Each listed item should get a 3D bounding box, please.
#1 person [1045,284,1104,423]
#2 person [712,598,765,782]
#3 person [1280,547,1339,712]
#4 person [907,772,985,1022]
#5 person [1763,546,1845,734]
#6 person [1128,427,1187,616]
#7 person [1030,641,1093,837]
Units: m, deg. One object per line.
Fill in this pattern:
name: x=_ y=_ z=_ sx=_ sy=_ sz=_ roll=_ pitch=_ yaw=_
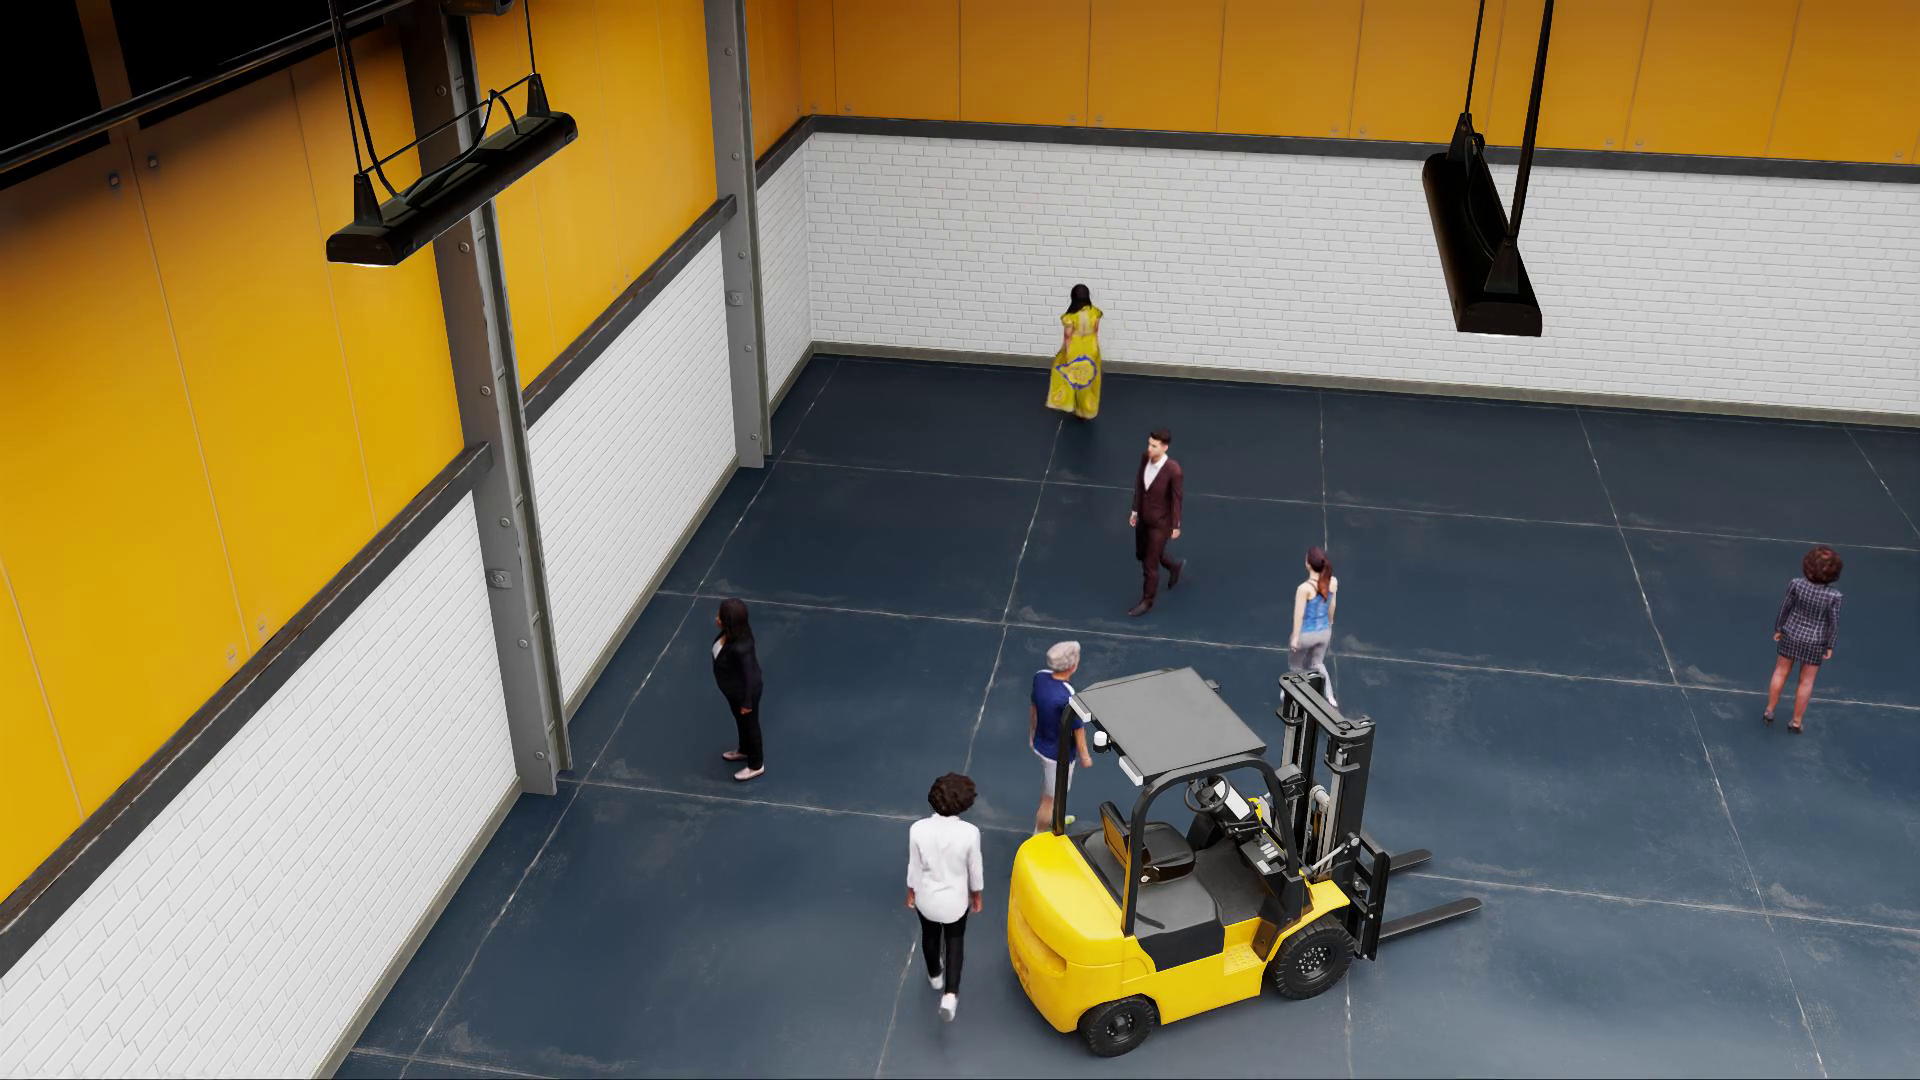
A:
person: x=1.413 y=-2.125 z=19.136 sx=0.949 sy=1.643 sz=0.969 roll=-9 pitch=30 yaw=-16
person: x=-1.723 y=1.153 z=13.155 sx=0.817 sy=1.616 sz=0.729 roll=-11 pitch=30 yaw=-19
person: x=2.961 y=0.814 z=13.801 sx=0.855 sy=1.593 sz=0.982 roll=-13 pitch=31 yaw=-22
person: x=-0.101 y=2.342 z=10.795 sx=0.774 sy=1.788 sz=1.038 roll=-2 pitch=29 yaw=-3
person: x=6.926 y=0.830 z=13.661 sx=0.706 sy=1.699 sz=0.718 roll=24 pitch=36 yaw=36
person: x=1.866 y=-0.214 z=15.422 sx=1.119 sy=1.846 sz=1.059 roll=-19 pitch=34 yaw=-31
person: x=0.634 y=1.584 z=12.203 sx=0.888 sy=1.772 sz=0.832 roll=-16 pitch=32 yaw=-26
